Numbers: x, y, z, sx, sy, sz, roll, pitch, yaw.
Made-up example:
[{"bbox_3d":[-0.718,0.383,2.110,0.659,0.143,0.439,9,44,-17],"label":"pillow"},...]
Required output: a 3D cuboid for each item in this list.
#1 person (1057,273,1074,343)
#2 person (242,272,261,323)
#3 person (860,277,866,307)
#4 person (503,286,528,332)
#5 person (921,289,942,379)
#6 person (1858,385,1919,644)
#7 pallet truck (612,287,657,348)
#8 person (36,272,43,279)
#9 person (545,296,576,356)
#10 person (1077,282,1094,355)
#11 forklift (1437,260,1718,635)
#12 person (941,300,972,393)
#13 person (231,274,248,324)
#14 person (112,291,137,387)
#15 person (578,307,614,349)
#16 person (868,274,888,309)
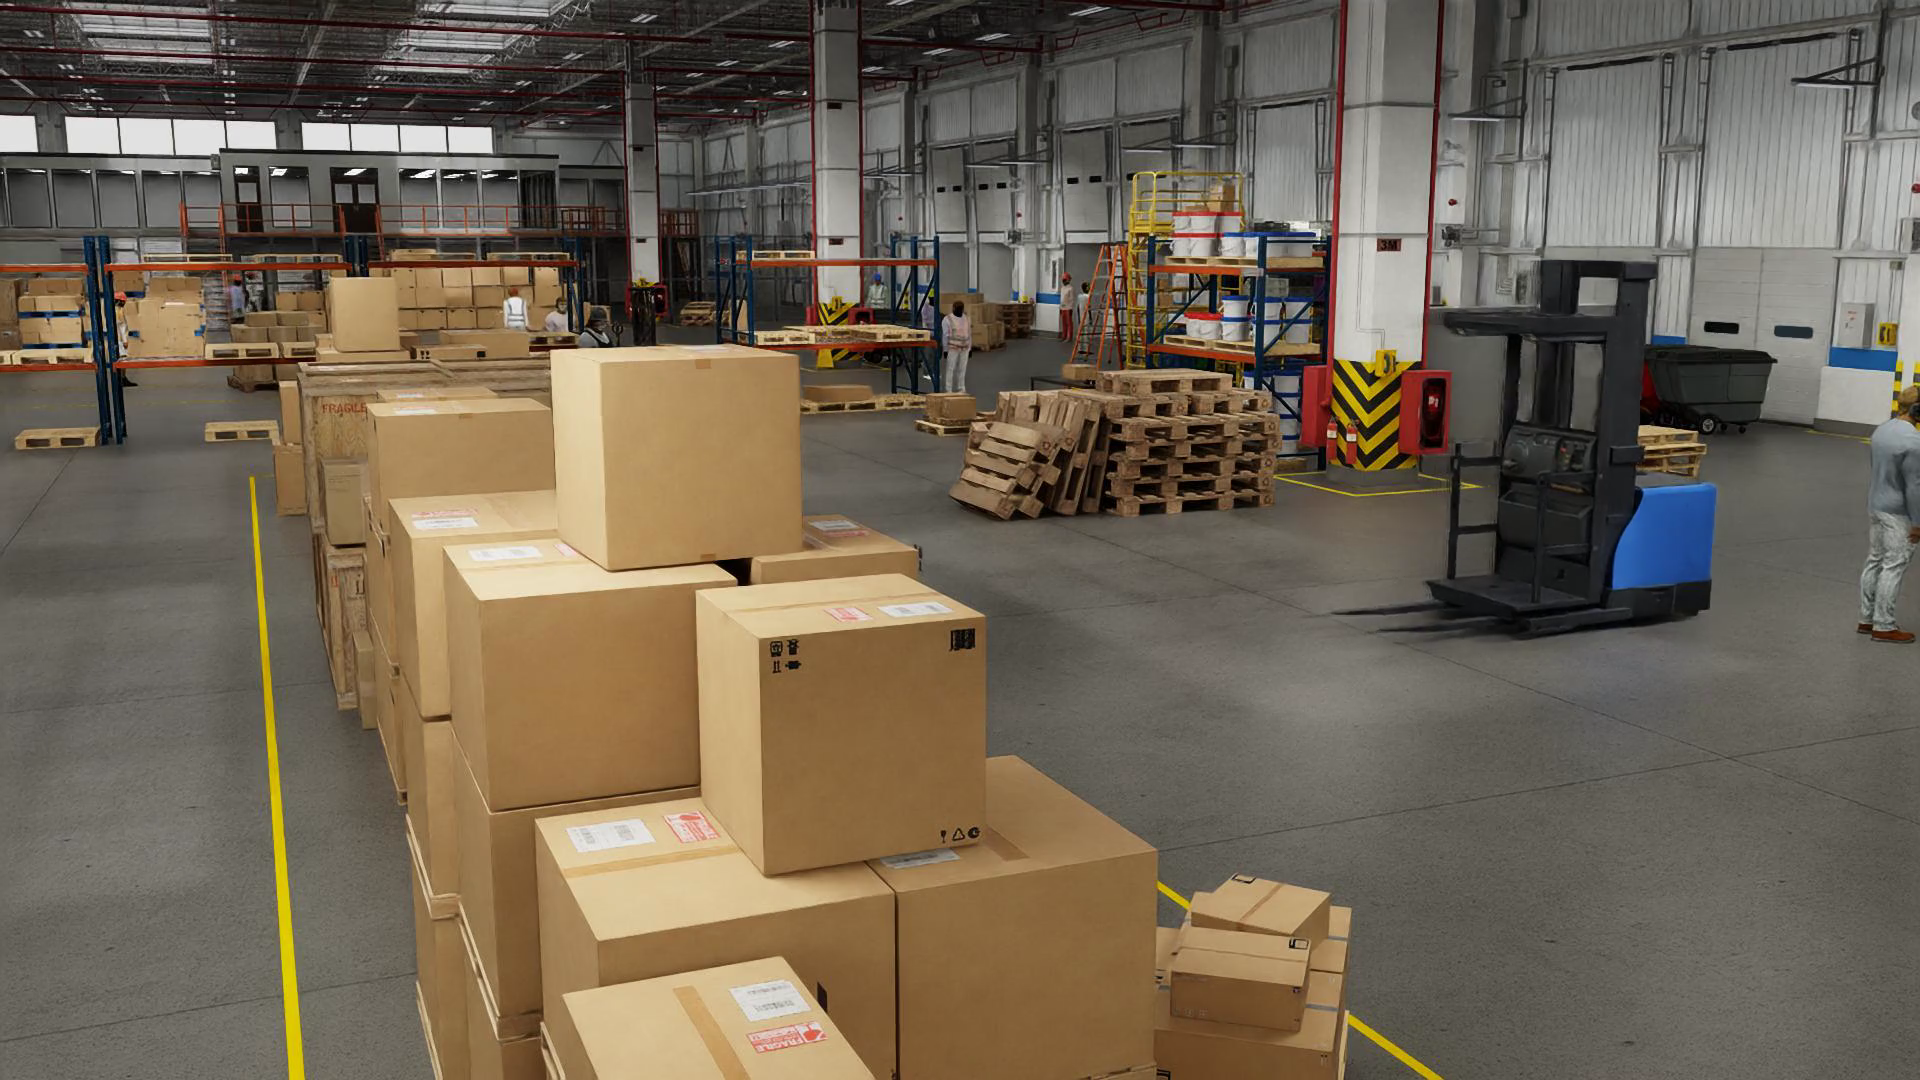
[{"bbox_3d":[3.072,-6.695,48.027,0.380,1.995,0.611,-6,12,-30],"label":"person"},{"bbox_3d":[-24.472,-8.320,57.388,0.845,1.850,0.578,4,11,21],"label":"person"},{"bbox_3d":[-3.874,-9.146,62.074,0.654,1.794,0.927,-4,11,-21],"label":"person"},{"bbox_3d":[-10.703,-5.186,40.042,0.598,1.868,0.446,-6,12,-31],"label":"person"},{"bbox_3d":[-0.606,-4.406,35.595,0.364,1.928,0.586,6,12,28],"label":"person"},{"bbox_3d":[6.971,-0.190,12.373,0.387,1.930,0.632,0,10,1],"label":"person"},{"bbox_3d":[-6.464,-4.406,35.401,0.823,1.965,1.885,6,12,32],"label":"pallet truck"},{"bbox_3d":[-31.925,-8.379,57.758,0.426,1.830,0.501,4,11,23],"label":"person"},{"bbox_3d":[-7.336,-3.523,30.709,0.369,1.936,0.630,10,14,43],"label":"person"},{"bbox_3d":[3.255,-5.738,43.080,0.320,1.876,0.533,-7,13,-36],"label":"person"},{"bbox_3d":[4.931,-0.797,13.079,1.873,2.768,1.129,-4,11,-22],"label":"forklift"},{"bbox_3d":[-0.038,-3.573,31.250,0.627,1.840,0.429,-6,12,-30],"label":"person"},{"bbox_3d":[-21.656,-7.036,50.133,0.745,1.910,0.554,1,10,6],"label":"person"},{"bbox_3d":[-17.014,-4.076,33.765,0.363,1.933,0.543,-9,14,-42],"label":"person"},{"bbox_3d":[-5.112,-2.306,23.710,0.535,2.000,0.684,3,11,16],"label":"person"},{"bbox_3d":[-2.451,-6.957,49.592,0.605,1.951,0.384,3,11,14],"label":"person"}]
